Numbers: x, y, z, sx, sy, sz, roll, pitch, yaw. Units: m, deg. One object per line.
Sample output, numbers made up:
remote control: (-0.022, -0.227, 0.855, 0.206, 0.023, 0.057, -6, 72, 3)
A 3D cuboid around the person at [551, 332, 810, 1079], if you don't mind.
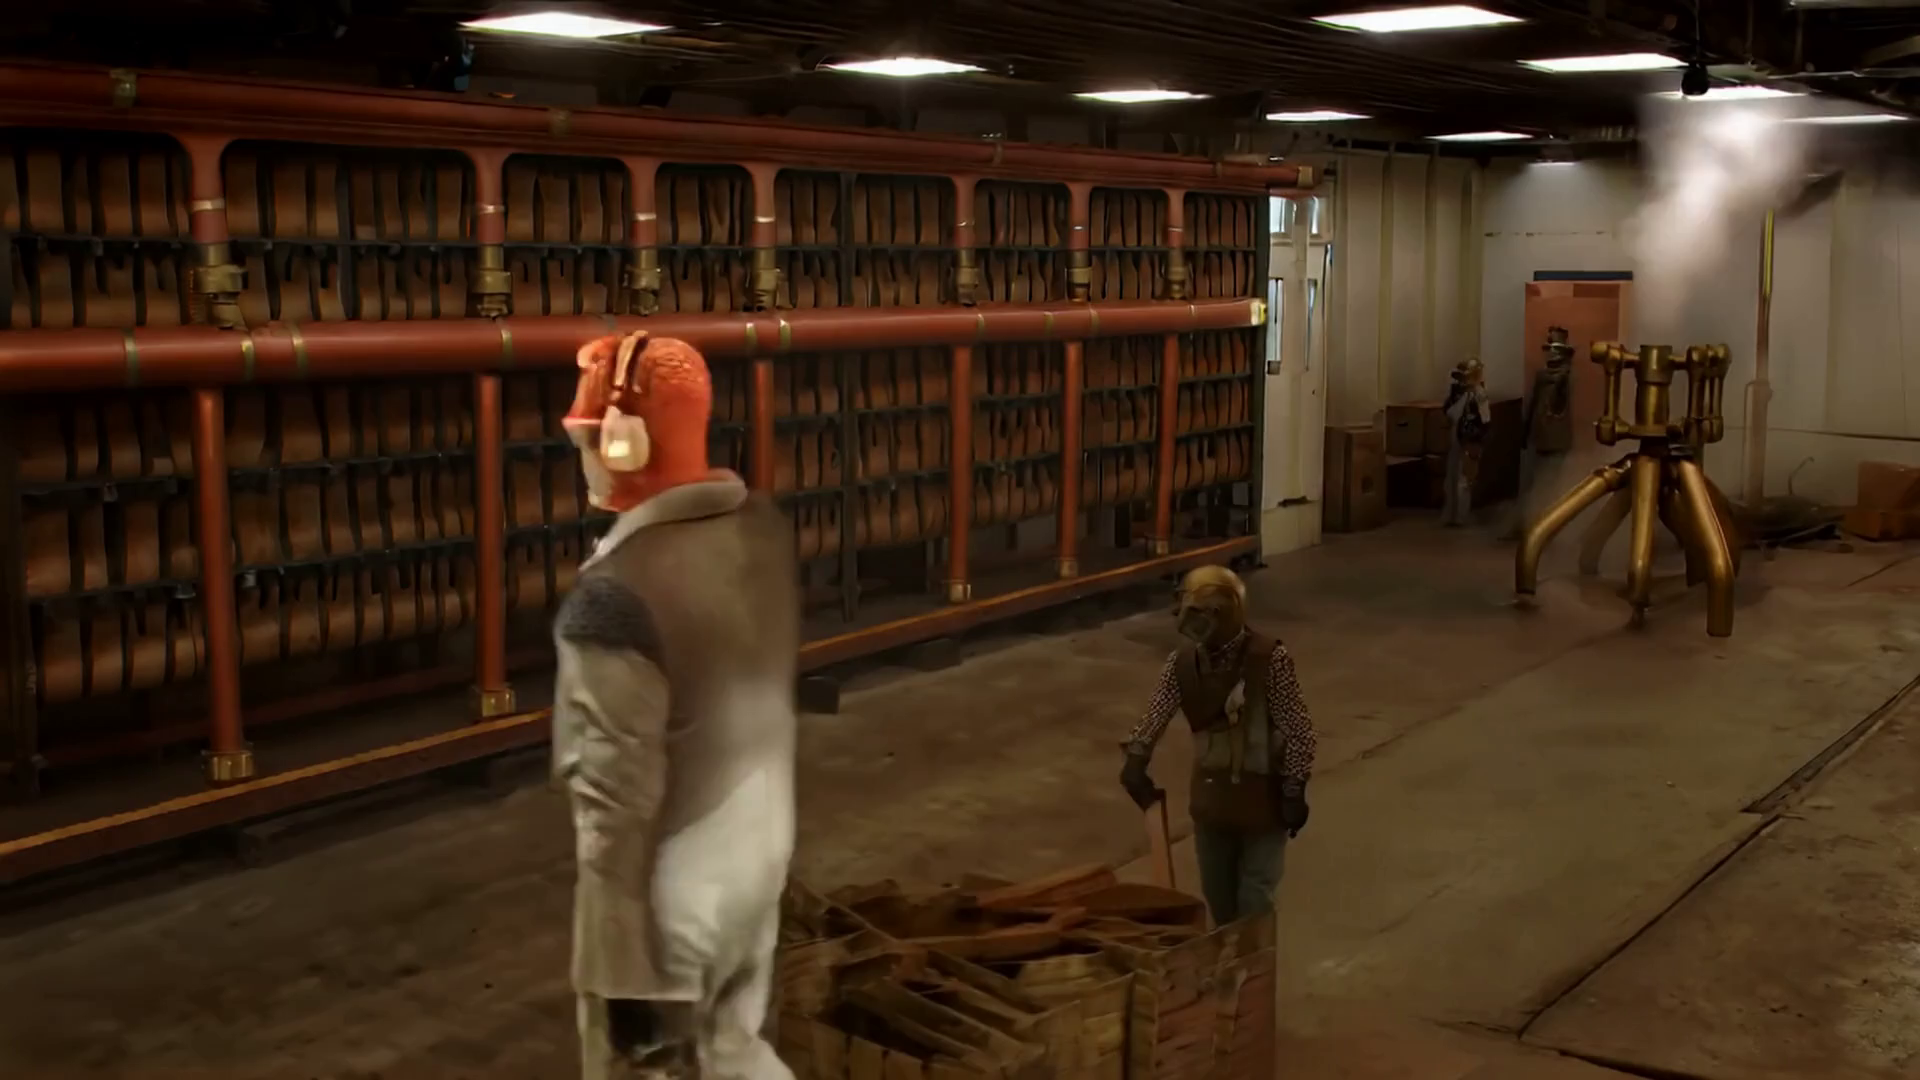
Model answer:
person: (-0.422, 0.589, 2.814, 0.689, 1.884, 0.649, 3, 11, 19)
